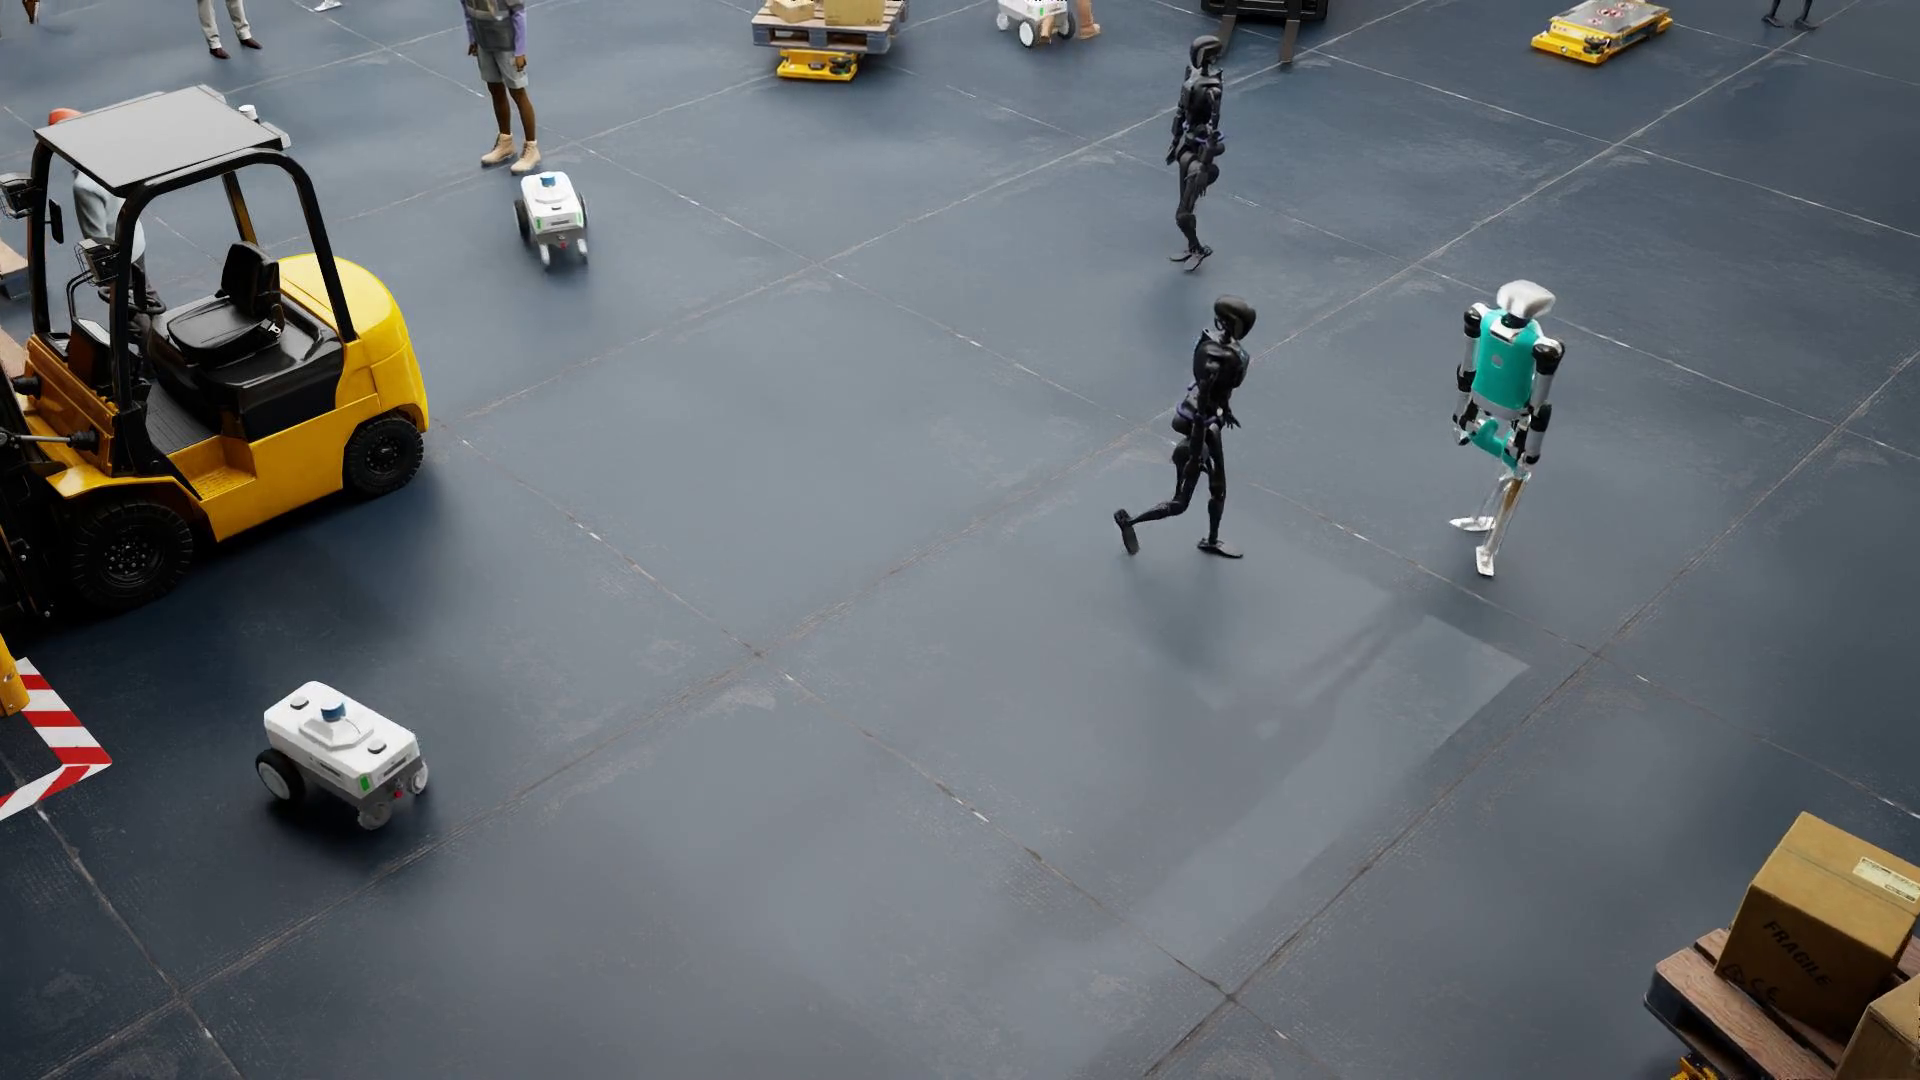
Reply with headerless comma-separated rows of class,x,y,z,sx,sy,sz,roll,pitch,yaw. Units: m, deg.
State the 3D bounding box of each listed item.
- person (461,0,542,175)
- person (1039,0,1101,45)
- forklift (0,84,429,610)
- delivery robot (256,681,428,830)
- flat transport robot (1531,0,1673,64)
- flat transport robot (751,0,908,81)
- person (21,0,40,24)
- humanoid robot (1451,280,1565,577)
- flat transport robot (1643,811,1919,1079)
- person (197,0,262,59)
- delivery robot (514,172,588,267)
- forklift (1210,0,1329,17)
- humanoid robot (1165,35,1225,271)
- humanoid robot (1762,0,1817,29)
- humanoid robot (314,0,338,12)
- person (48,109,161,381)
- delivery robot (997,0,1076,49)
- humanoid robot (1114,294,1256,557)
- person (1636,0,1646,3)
person,-3.518,-3.773,12.570,0.607,2.040,0.391,22,42,27
person,1.008,-5.303,14.856,0.565,1.759,0.716,24,43,28
forklift,-4.145,-1.093,8.856,2.313,2.155,1.214,-31,47,-34
delivery robot,-2.777,0.933,7.502,0.755,0.586,0.524,22,42,26
flat transport robot,5.937,-4.726,15.324,1.431,0.231,0.659,-30,46,-34
flat transport robot,-1.147,-4.496,15.015,0.659,0.231,1.431,6,37,8
person,-8.883,-5.406,14.936,0.705,1.822,0.508,-20,41,-25
humanoid robot,2.893,-0.621,8.598,0.877,1.771,0.586,-26,44,-31
flat transport robot,3.359,2.031,6.278,1.431,0.231,0.659,-18,40,-23
person,-6.611,-5.165,14.657,0.388,1.776,0.539,27,44,31
delivery robot,-2.915,-2.345,11.913,0.499,0.614,0.791,-12,39,-16
forklift,3.106,-6.400,15.960,1.214,2.155,2.313,8,37,10
humanoid robot,1.598,-2.646,11.361,0.335,1.643,0.589,-12,38,-15
humanoid robot,7.781,-5.504,15.184,0.609,1.646,0.463,-14,39,-18
humanoid robot,-6.019,-5.819,15.645,0.555,1.875,0.656,23,43,28
person,-5.186,-1.799,10.173,0.352,1.742,0.572,-4,37,-5
delivery robot,0.679,-4.877,15.302,0.499,0.613,0.816,-22,42,-27
humanoid robot,1.204,-0.613,8.674,0.692,1.619,0.617,15,39,19
person,6.354,-5.717,15.511,0.519,1.632,0.312,22,42,27
